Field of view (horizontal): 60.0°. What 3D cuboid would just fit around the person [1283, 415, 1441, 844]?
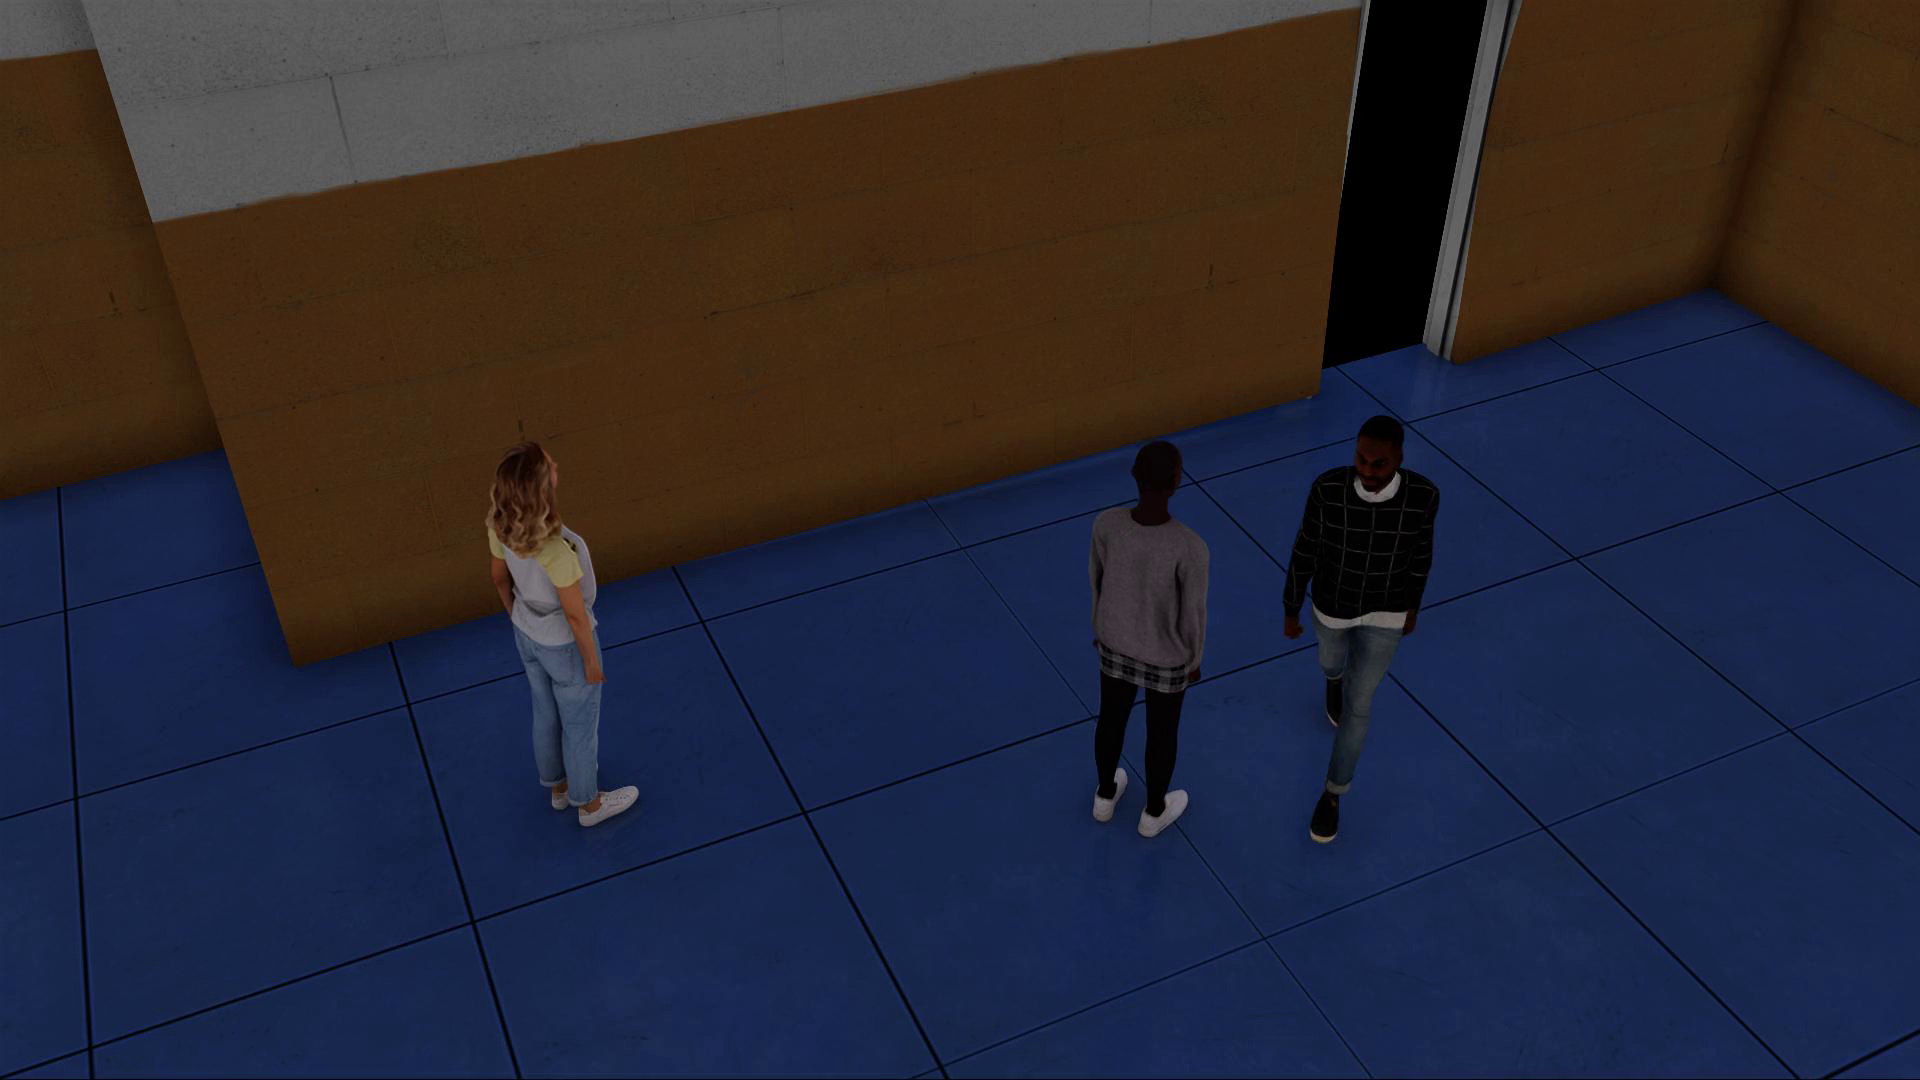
[{"bbox_3d":[1.561,0.203,6.465,1.228,1.757,1.324,9,38,12],"label":"person"}]

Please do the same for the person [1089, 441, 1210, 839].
[{"bbox_3d":[0.683,0.391,6.200,0.663,1.774,0.759,19,41,24],"label":"person"}]

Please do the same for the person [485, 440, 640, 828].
[{"bbox_3d":[-1.526,0.375,6.252,0.633,1.722,0.766,25,44,30],"label":"person"}]
